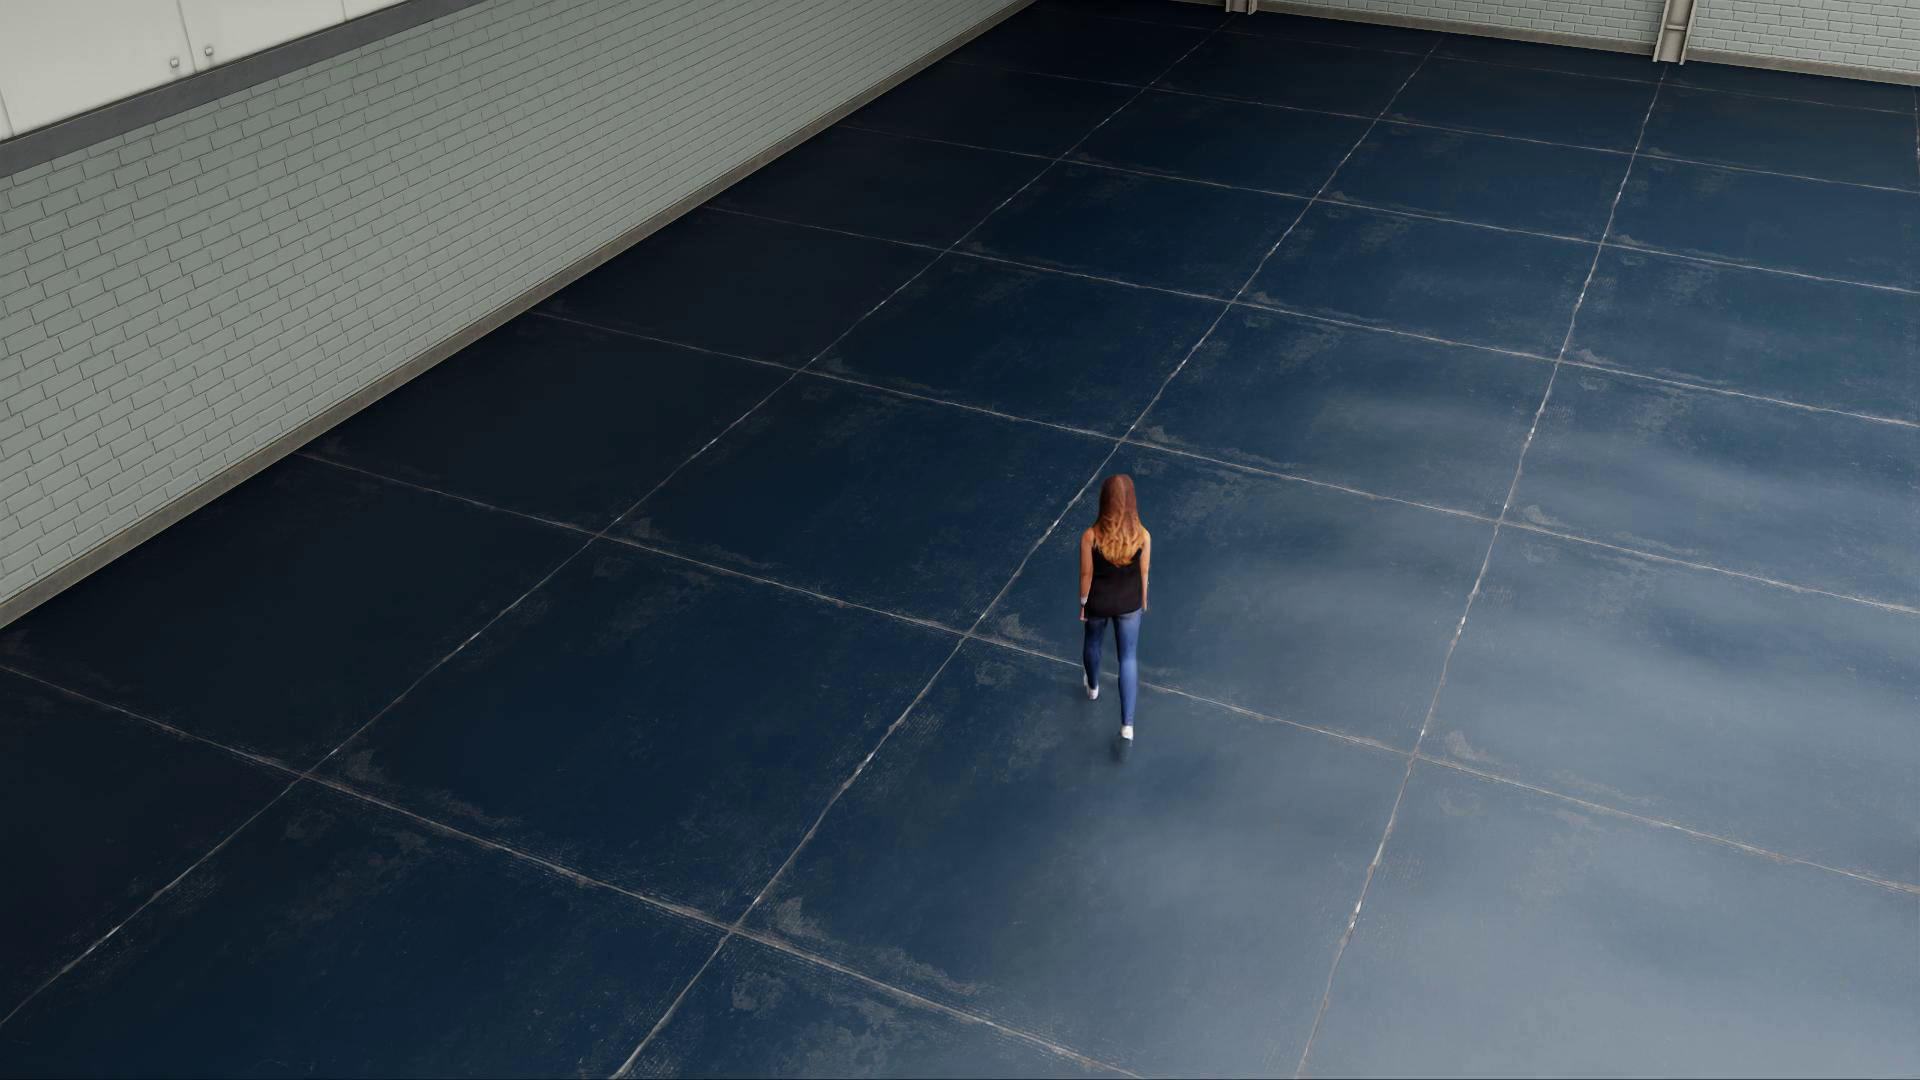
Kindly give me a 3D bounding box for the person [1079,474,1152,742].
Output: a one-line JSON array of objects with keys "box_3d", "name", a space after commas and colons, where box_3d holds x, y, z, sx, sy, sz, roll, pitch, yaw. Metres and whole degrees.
[{"box_3d": [0.924, 0.436, 9.938, 1.090, 1.692, 0.961, 0, 32, -1], "name": "person"}]
